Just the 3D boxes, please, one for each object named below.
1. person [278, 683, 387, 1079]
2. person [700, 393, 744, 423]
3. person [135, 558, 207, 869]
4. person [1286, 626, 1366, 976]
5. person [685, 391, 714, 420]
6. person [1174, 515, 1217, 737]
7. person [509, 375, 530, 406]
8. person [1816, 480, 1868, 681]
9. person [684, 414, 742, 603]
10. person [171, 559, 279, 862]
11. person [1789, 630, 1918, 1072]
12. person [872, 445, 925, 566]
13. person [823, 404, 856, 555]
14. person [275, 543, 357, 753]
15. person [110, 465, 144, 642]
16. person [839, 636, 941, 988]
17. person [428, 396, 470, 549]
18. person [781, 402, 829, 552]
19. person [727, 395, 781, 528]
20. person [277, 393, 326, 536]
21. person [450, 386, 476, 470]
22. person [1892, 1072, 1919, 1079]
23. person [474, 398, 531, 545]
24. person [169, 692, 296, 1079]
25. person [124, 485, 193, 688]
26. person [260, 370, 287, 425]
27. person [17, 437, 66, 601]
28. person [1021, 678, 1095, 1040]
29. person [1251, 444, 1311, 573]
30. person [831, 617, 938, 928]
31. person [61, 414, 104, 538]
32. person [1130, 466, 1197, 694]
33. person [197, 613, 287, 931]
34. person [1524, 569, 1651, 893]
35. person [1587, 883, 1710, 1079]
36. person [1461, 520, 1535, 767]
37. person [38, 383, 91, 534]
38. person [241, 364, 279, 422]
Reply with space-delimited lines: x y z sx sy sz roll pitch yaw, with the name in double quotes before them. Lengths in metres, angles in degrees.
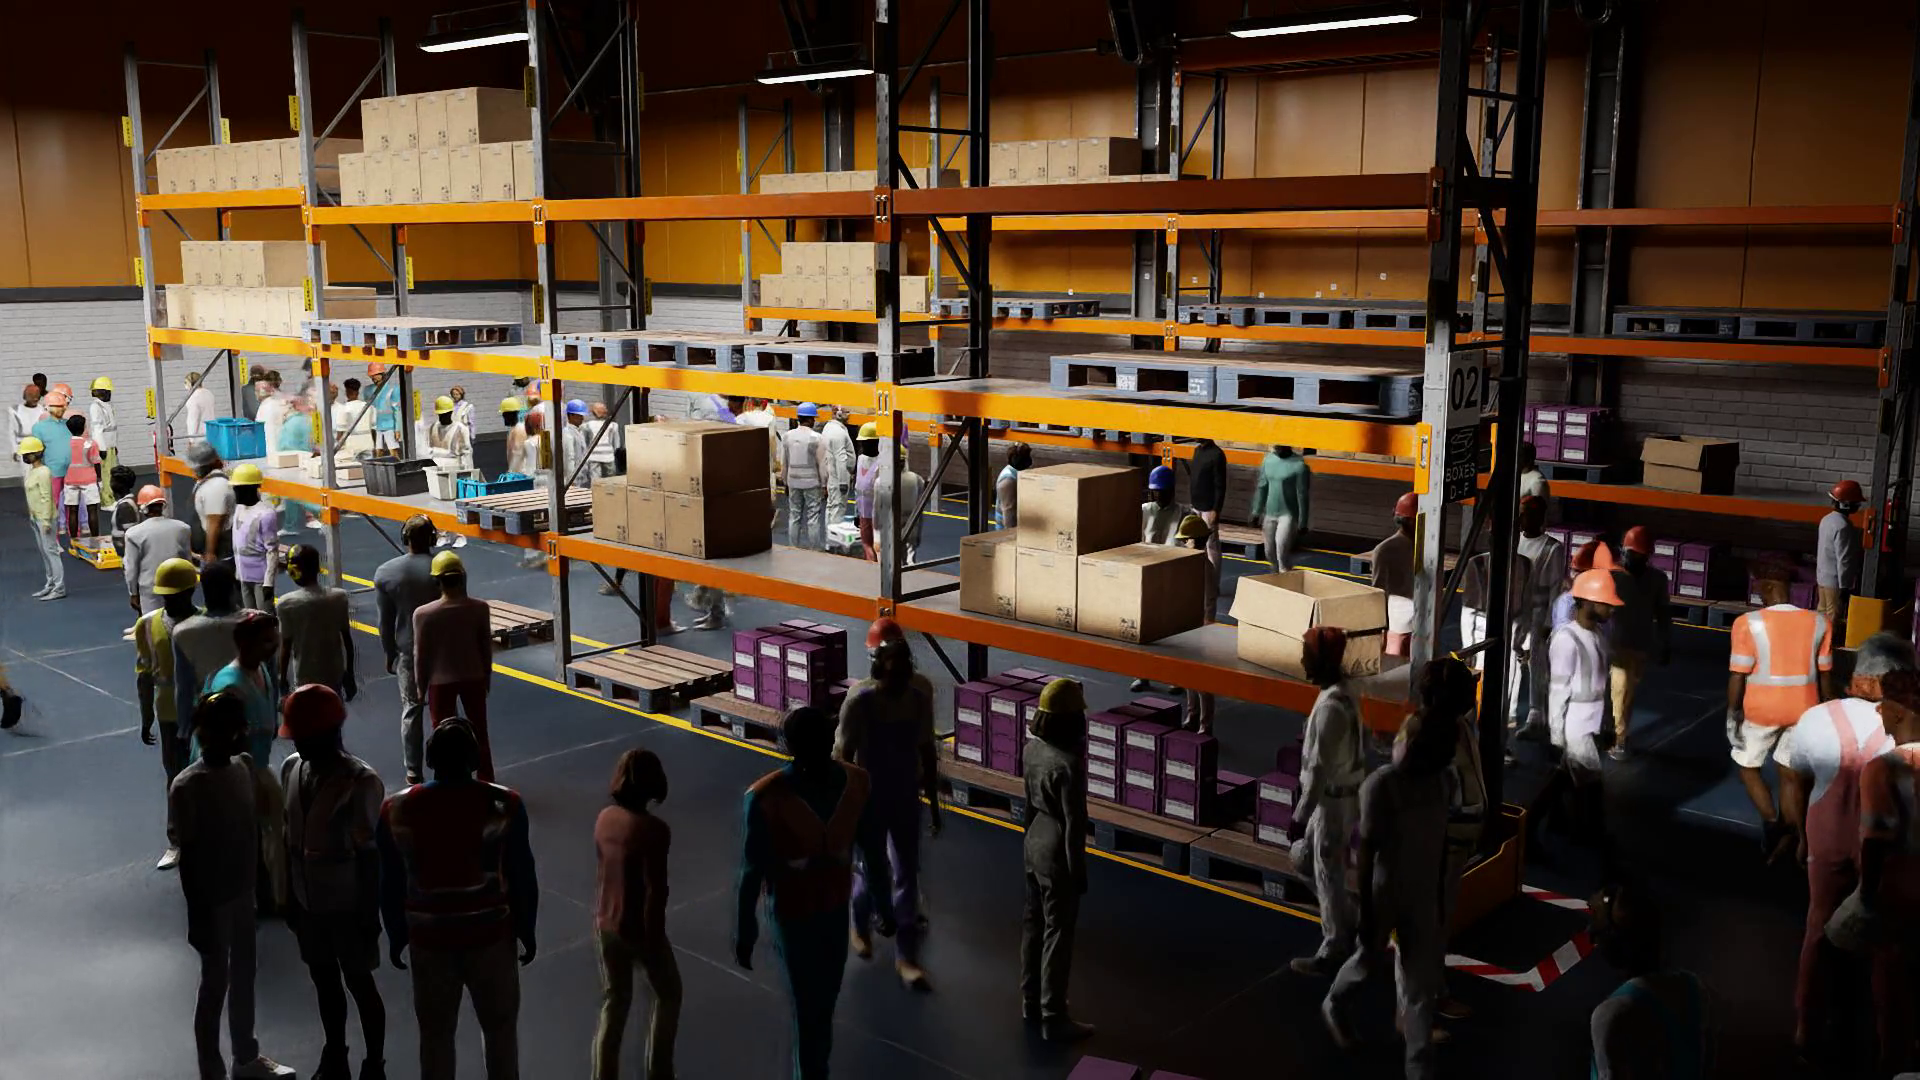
"person" -2.740 1.554 7.230 0.543 1.929 0.385 5 11 26
"person" -3.281 -1.372 23.446 0.692 2.000 0.536 -10 14 -43
"person" -4.675 1.048 10.097 0.593 1.922 0.384 -2 10 -10
"person" 1.868 1.352 8.547 0.431 1.868 0.569 2 10 13
"person" -4.280 -1.938 27.485 0.487 1.744 0.312 -1 10 -4
"person" 1.758 0.689 12.571 0.316 1.767 0.535 -2 10 -13
"person" -7.351 -2.027 28.037 0.491 1.729 0.323 0 10 -1
"person" 7.695 0.342 14.567 0.336 1.749 0.575 2 10 11
"person" -2.692 -0.354 17.694 0.822 2.000 0.697 -4 11 -20
"person" -4.414 1.069 10.045 0.595 1.933 0.414 -8 13 -37
"person" 4.239 1.410 7.719 0.535 2.000 0.687 -8 13 -39
"person" -0.630 -0.077 16.759 0.593 1.822 0.411 -7 12 -34
"person" -1.465 -0.764 20.389 0.401 1.906 0.650 -3 10 -16
"person" -4.251 0.934 10.957 0.573 1.839 0.588 9 14 42
"person" -7.949 0.125 15.956 0.322 1.696 0.536 -4 11 -21
"person" -0.402 1.364 8.602 0.529 1.822 0.708 -5 11 -28
"person" -6.407 -0.847 20.846 0.586 1.915 0.385 3 11 19
"person" -1.825 -0.665 19.740 0.616 1.936 0.404 5 11 24
"person" -2.782 -1.015 21.697 0.756 1.947 0.607 1 10 5
"person" -8.589 -0.966 21.621 0.764 1.883 0.662 -2 10 -10
"person" -7.742 -1.576 25.770 0.520 1.633 0.314 2 10 12
"person" 2.771 2.073 4.594 0.823 1.838 0.526 -9 14 -43
"person" -5.619 -0.852 20.988 0.992 1.882 0.596 -5 11 -27
"person" -3.218 1.571 7.319 0.329 1.863 0.509 2 10 13
"person" -6.896 0.390 14.336 0.352 1.742 0.565 9 14 42
"person" -10.693 -1.728 26.016 0.506 1.846 0.345 5 11 25
"person" -9.834 -0.230 17.788 0.340 1.762 0.527 -9 13 -41
"person" 0.474 1.516 7.993 0.323 1.737 0.483 -5 11 -25
"person" 3.401 -0.224 17.461 0.662 1.912 0.641 -7 12 -34
"person" -0.436 1.280 9.419 0.574 1.696 0.921 -8 13 -38
"person" -10.948 -0.717 20.719 0.542 1.695 0.316 -1 10 -4
"person" 1.705 0.333 14.070 0.618 1.946 0.394 3 10 16
"person" -3.831 1.285 9.087 0.767 1.805 0.572 -1 10 -3
"person" 3.723 1.098 9.926 0.899 1.892 0.558 8 13 38
"person" 2.163 1.969 5.302 0.603 1.778 0.998 -6 12 -30
"person" 3.869 0.735 12.018 0.577 1.876 0.362 -3 10 -14
"person" -11.728 -1.065 21.865 0.611 1.987 0.392 -1 10 -7
"person" -11.436 -1.966 27.277 0.668 1.876 0.729 0 10 2
